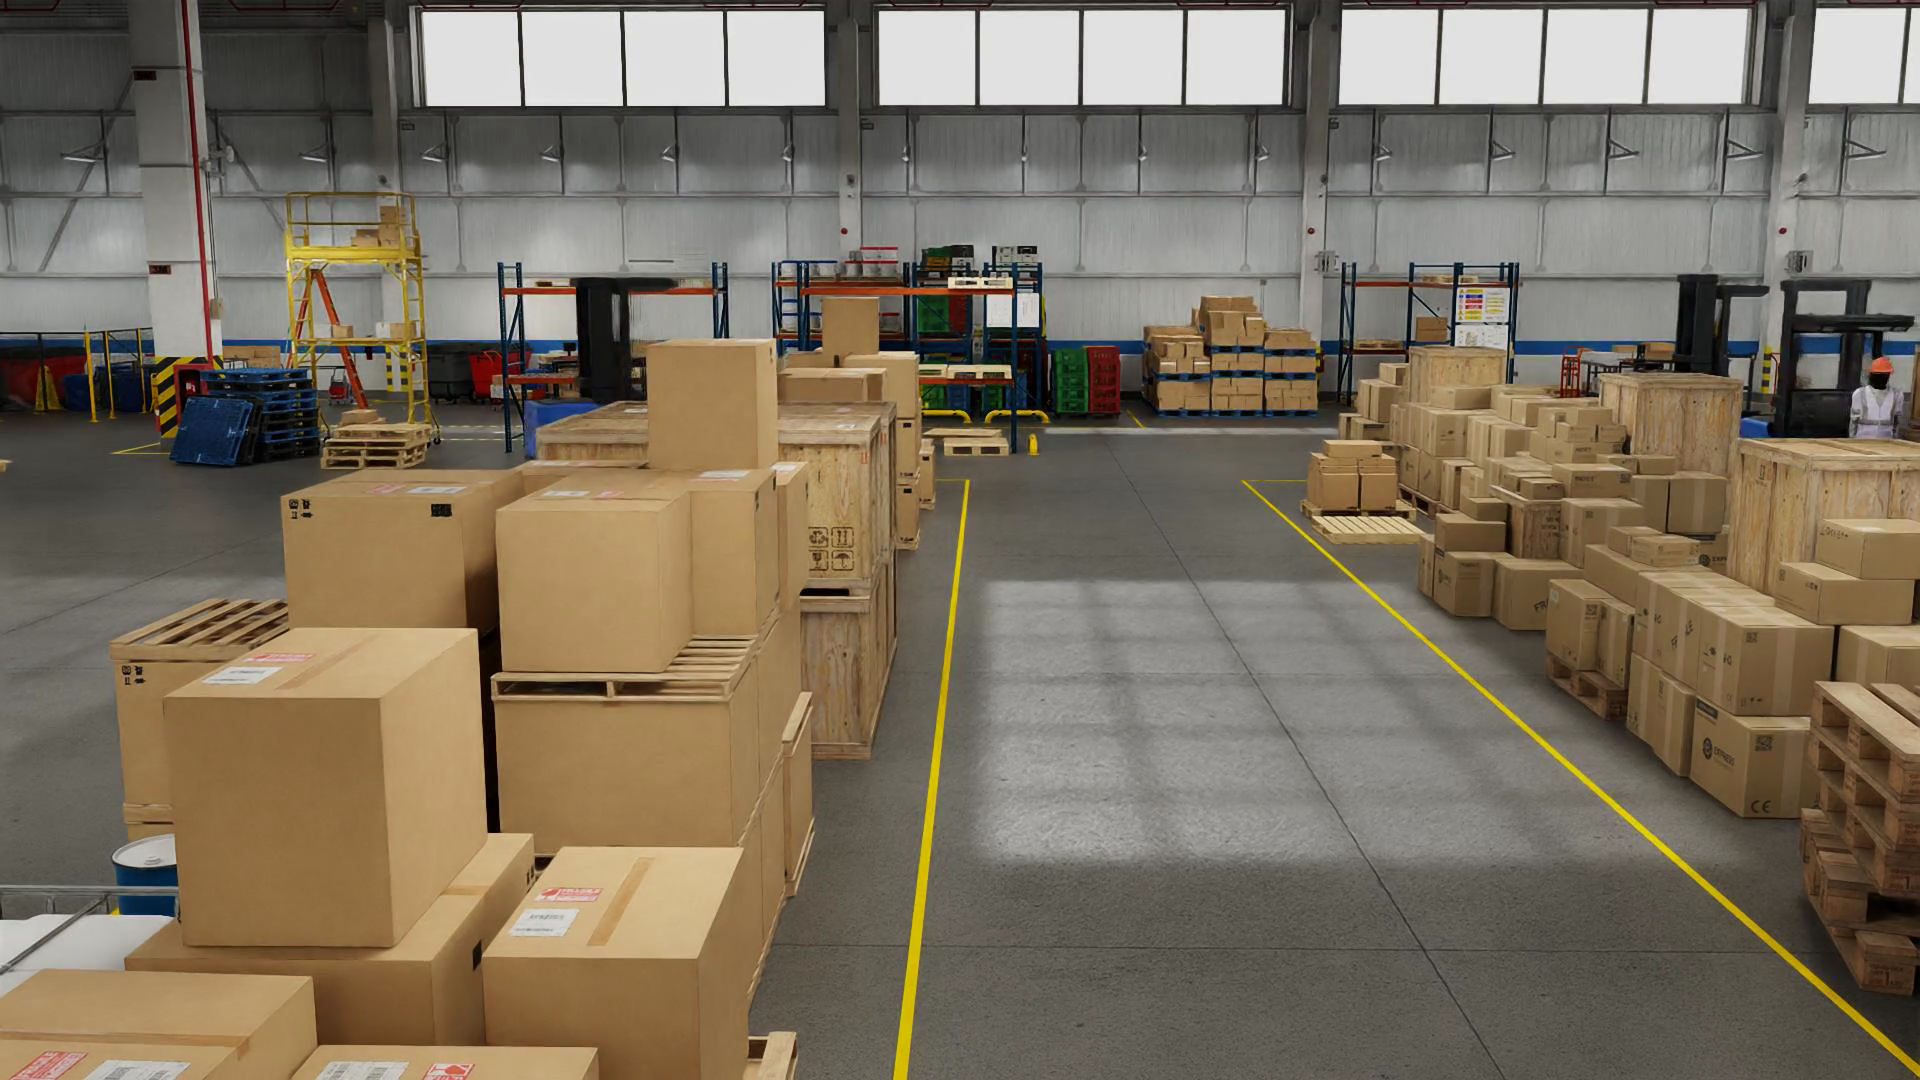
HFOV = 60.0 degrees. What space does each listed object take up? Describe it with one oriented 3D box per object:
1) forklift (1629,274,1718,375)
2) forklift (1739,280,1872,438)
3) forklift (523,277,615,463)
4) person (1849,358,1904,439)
[{"bbox_3d":[12.866,-3.275,29.252,1.873,2.768,1.129,0,9,1],"label":"forklift"},{"bbox_3d":[10.326,-1.741,20.065,1.129,2.768,1.873,0,9,0],"label":"forklift"},{"bbox_3d":[-5.174,-2.320,23.532,1.873,2.768,1.129,-5,11,-26],"label":"forklift"},{"bbox_3d":[10.628,-1.147,19.324,0.551,1.937,0.357,3,10,16],"label":"person"}]
